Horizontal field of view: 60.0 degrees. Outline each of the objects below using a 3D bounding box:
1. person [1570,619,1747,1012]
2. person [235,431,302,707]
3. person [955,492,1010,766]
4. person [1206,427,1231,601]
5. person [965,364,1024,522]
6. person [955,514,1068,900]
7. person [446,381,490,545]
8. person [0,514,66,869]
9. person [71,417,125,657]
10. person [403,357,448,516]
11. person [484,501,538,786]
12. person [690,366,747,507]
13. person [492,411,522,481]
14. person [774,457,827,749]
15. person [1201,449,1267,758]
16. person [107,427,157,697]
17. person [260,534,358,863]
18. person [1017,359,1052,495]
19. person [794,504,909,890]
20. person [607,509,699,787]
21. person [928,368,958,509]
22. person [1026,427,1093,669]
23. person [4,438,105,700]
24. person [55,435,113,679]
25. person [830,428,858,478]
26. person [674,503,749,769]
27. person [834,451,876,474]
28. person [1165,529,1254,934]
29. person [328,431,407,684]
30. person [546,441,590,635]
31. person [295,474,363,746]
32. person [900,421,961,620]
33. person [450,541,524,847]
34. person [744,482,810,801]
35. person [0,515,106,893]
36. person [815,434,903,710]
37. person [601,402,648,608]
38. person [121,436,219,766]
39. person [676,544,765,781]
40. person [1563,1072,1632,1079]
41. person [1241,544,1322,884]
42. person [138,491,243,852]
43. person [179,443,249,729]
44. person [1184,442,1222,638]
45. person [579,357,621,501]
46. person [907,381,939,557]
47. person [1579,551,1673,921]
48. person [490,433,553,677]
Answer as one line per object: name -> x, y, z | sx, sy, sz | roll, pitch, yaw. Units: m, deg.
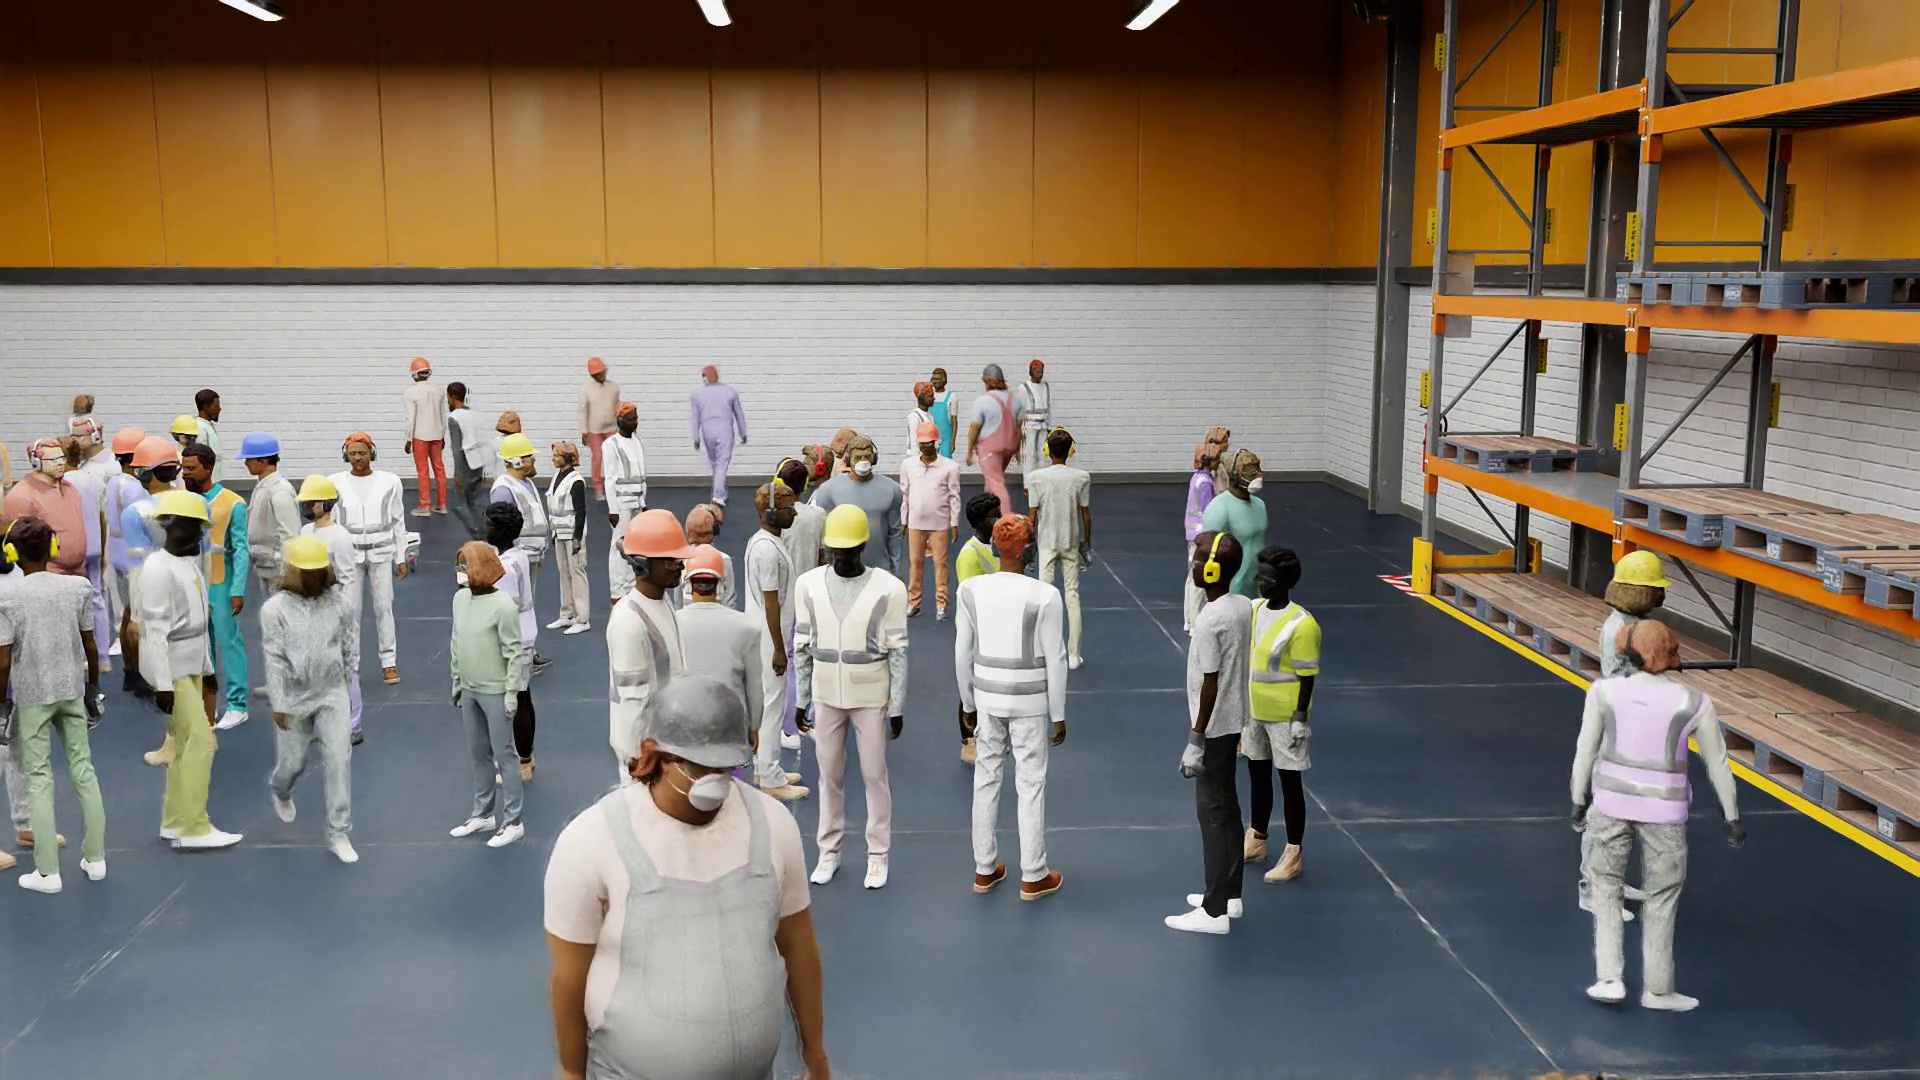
person -> 2.841, 1.142, 6.807 | 0.663, 1.627, 0.378 | 7, 11, 36
person -> -4.826, 0.198, 11.713 | 0.402, 1.943, 0.609 | -6, 11, -35
person -> 0.142, 0.546, 10.305 | 0.318, 1.696, 0.536 | 3, 9, 17
person -> 2.340, -0.220, 15.294 | 0.308, 1.639, 0.523 | 3, 9, 16
person -> 0.395, -1.124, 19.718 | 0.693, 2.000, 1.011 | -8, 12, -41
person -> 0.258, 0.808, 8.081 | 0.578, 1.883, 0.353 | 5, 10, 26
person -> -5.317, -0.768, 17.955 | 0.439, 1.886, 0.600 | 2, 9, 11
person -> -4.923, 0.761, 8.569 | 0.433, 1.833, 0.630 | 3, 10, 20
person -> -6.877, -0.026, 13.240 | 0.651, 1.906, 0.403 | 4, 10, 23
person -> -6.741, -1.298, 20.947 | 0.392, 1.995, 0.612 | 6, 11, 34
person -> -2.684, 0.610, 9.909 | 0.319, 1.696, 0.532 | -1, 9, -8
person -> -3.201, -1.374, 21.923 | 0.664, 1.844, 1.017 | 1, 9, 6
person -> -4.631, -0.517, 17.177 | 0.270, 1.631, 0.508 | -9, 13, -44
person -> -1.075, 0.402, 10.670 | 0.313, 1.869, 0.538 | 9, 13, 44
person -> 1.762, 0.387, 10.549 | 0.372, 1.940, 0.631 | 7, 11, 36
person -> -5.917, 0.157, 11.990 | 0.361, 1.940, 0.543 | -8, 12, -40
person -> -3.413, 0.796, 8.702 | 0.476, 1.717, 0.703 | -7, 11, -36
person -> 1.040, -1.540, 22.853 | 0.585, 1.879, 0.374 | -8, 12, -42
person -> -0.542, 0.769, 8.215 | 0.587, 1.919, 0.397 | 2, 9, 14
person -> -1.294, 0.878, 7.139 | 0.391, 2.040, 0.614 | 0, 9, 2
person -> -0.271, -1.288, 21.359 | 0.508, 1.846, 0.345 | 4, 10, 23
person -> 0.754, 0.067, 12.774 | 0.532, 1.870, 0.319 | -1, 9, -5
person -> -6.277, 0.242, 11.563 | 0.408, 1.908, 0.646 | 1, 9, 5
person -> -6.627, 0.131, 12.484 | 0.351, 1.837, 0.511 | 3, 10, 19
person -> -1.070, -0.218, 15.340 | 0.276, 1.628, 0.503 | 6, 11, 33
person -> -1.544, 0.596, 10.156 | 0.512, 1.645, 0.309 | 7, 12, 38
person -> -0.760, 0.192, 12.350 | 0.333, 1.749, 0.574 | -1, 9, -4
person -> 1.163, 0.877, 7.675 | 0.328, 1.876, 0.513 | 5, 10, 28
person -> -4.384, 0.141, 12.261 | 0.584, 1.882, 0.345 | -3, 10, -20
person -> -3.314, -0.026, 14.079 | 0.308, 1.640, 0.510 | -7, 11, -38
person -> -4.060, 0.458, 10.636 | 0.532, 1.772, 0.304 | 7, 11, 36
person -> -0.277, -0.167, 14.601 | 0.562, 1.753, 0.334 | 3, 9, 16
person -> -2.528, 0.810, 8.847 | 0.508, 1.632, 0.265 | 7, 11, 36
person -> -1.071, 0.581, 9.623 | 0.343, 1.846, 0.507 | -2, 9, -12
person -> -4.493, 0.802, 8.180 | 0.328, 1.865, 0.520 | 7, 12, 39
person -> -0.686, 0.231, 11.523 | 0.636, 1.939, 0.363 | -3, 10, -21
person -> -3.023, -0.314, 15.121 | 0.341, 1.882, 0.587 | 3, 10, 19
person -> -4.887, 0.380, 10.260 | 0.389, 2.045, 0.606 | 4, 10, 24
person -> -1.231, 0.885, 8.060 | 0.574, 1.737, 0.354 | -3, 9, -16
person -> 0.956, 1.713, 2.601 | 0.684, 1.818, 0.542 | 3, 10, 18
person -> 1.569, 0.859, 8.336 | 0.319, 1.698, 0.532 | -5, 11, -31
person -> -4.040, 0.693, 8.838 | 0.578, 1.879, 0.651 | -1, 9, -8
person -> -5.020, 0.302, 11.144 | 0.587, 1.920, 0.390 | 3, 10, 18
person -> 2.033, 0.002, 13.900 | 0.312, 1.639, 0.518 | 0, 9, 0
person -> -4.801, -1.472, 22.181 | 0.639, 1.946, 0.613 | -5, 11, -30
person -> -0.394, -0.769, 17.983 | 0.354, 1.883, 0.576 | 2, 9, 12
person -> 3.163, 0.908, 7.886 | 0.319, 1.742, 0.492 | 6, 11, 33
person -> -3.322, 0.107, 12.627 | 0.404, 1.837, 0.589 | 0, 9, 2
